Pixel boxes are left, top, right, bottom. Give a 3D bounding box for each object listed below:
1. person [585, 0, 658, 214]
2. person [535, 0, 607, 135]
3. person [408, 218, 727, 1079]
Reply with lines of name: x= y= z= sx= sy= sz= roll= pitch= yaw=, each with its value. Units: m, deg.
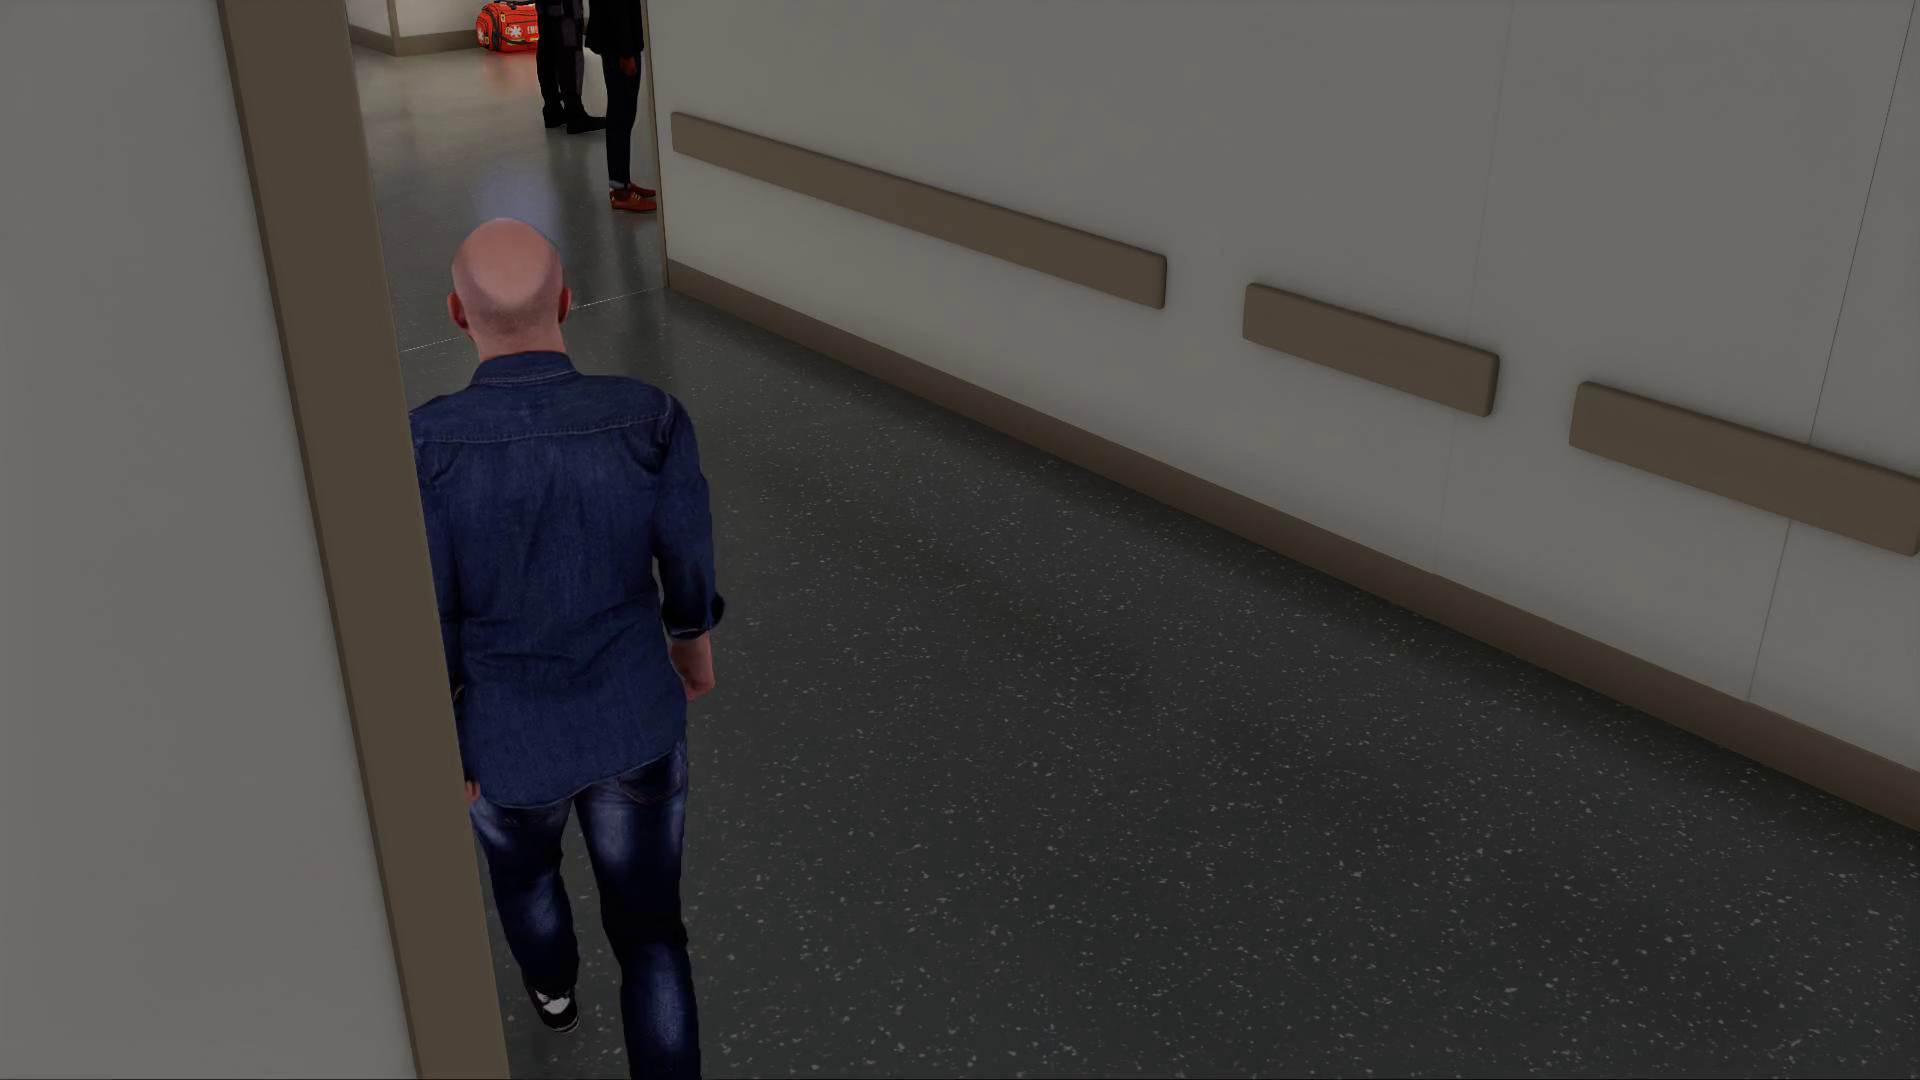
person: x=-1.947 y=-2.803 z=9.440 sx=0.775 sy=1.817 sz=0.786 roll=-5 pitch=26 yaw=-11
person: x=-2.748 y=-3.778 z=11.352 sx=0.560 sy=1.913 sz=0.674 roll=-20 pitch=32 yaw=-35
person: x=-0.652 y=0.389 z=2.864 sx=1.227 sy=1.780 sz=1.058 roll=-10 pitch=27 yaw=-19
